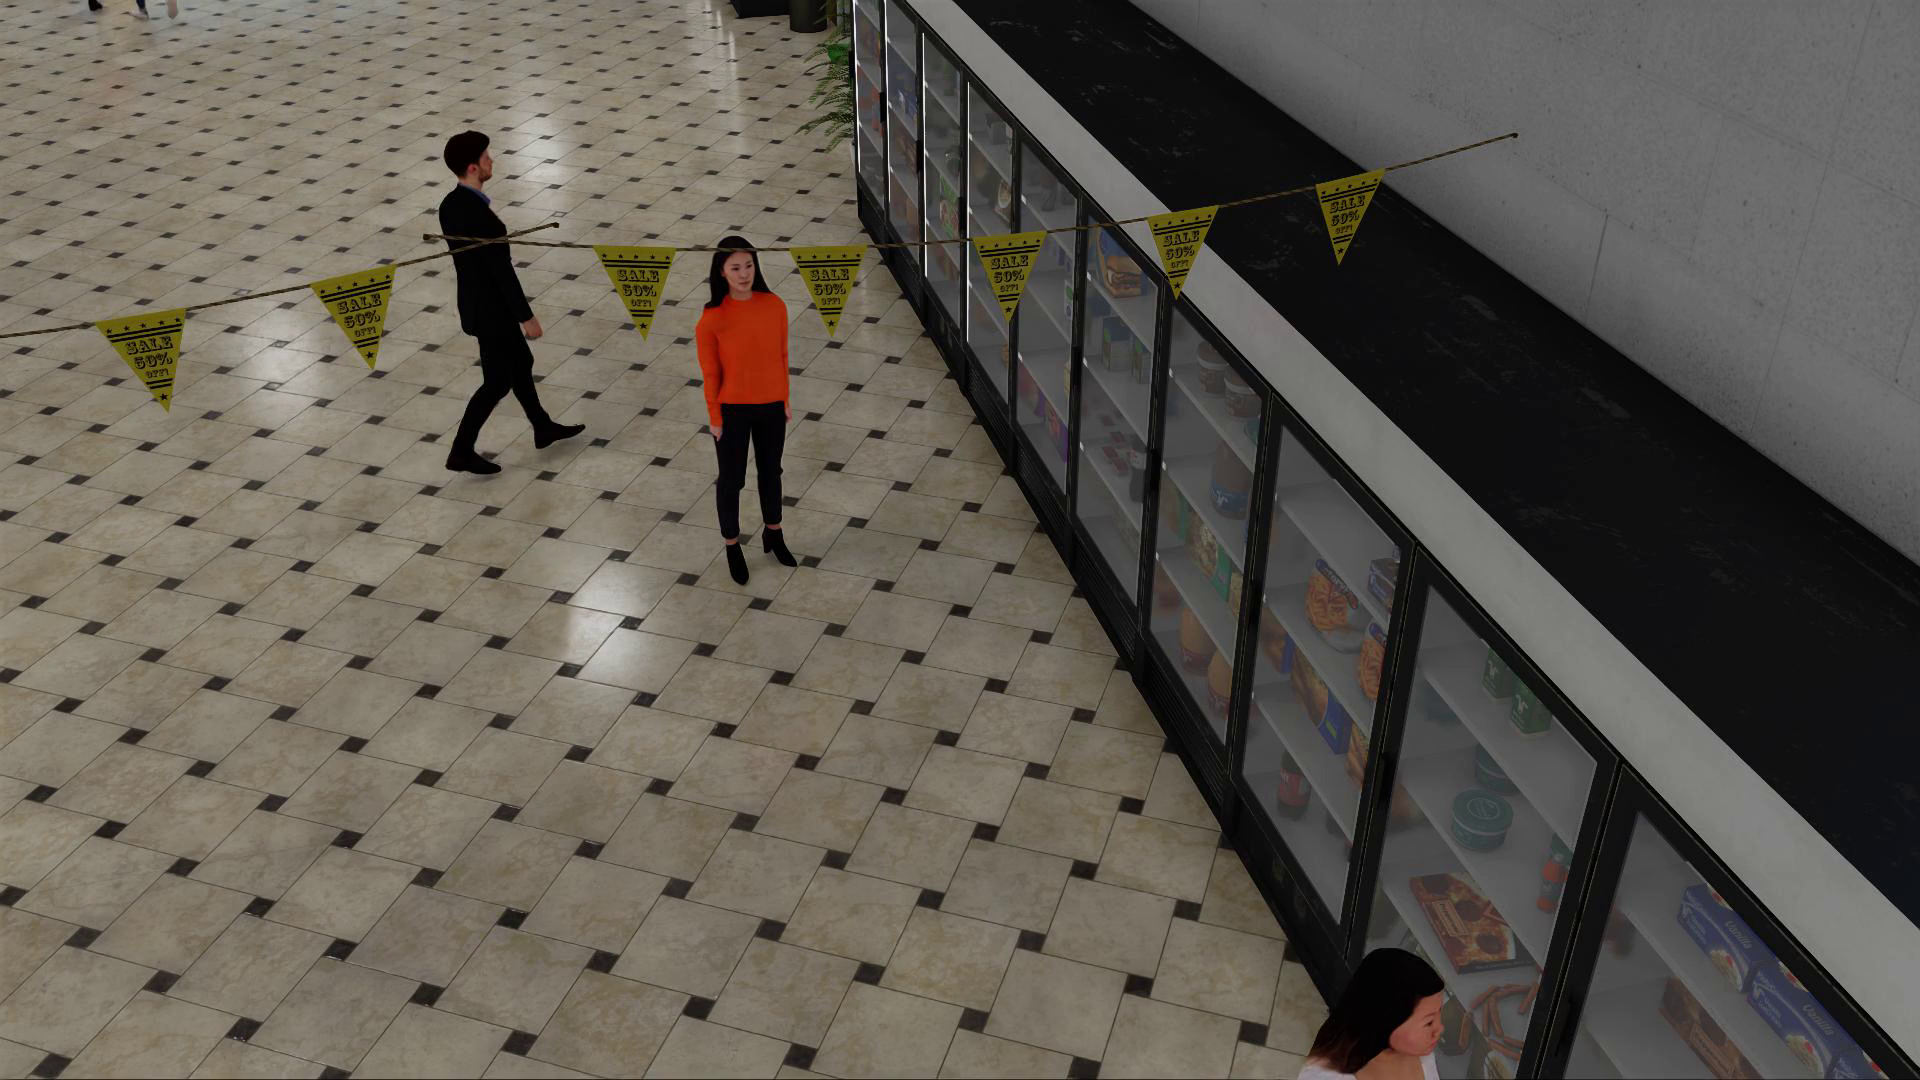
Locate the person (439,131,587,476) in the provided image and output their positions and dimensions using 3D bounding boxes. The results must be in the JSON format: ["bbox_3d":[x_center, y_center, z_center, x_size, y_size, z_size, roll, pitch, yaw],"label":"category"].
[{"bbox_3d":[-2.541,-1.193,8.802,1.155,1.864,0.868,-17,36,-25],"label":"person"}]

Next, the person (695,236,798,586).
[{"bbox_3d":[-1.023,-0.629,8.005,0.602,1.749,0.745,-19,37,-28],"label":"person"}]

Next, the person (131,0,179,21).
[{"bbox_3d":[-8.350,-6.077,16.884,1.040,1.619,1.009,19,37,28],"label":"person"}]

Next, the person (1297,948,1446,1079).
[{"bbox_3d":[0.953,1.695,4.357,1.064,1.655,1.003,-26,40,-35],"label":"person"}]
